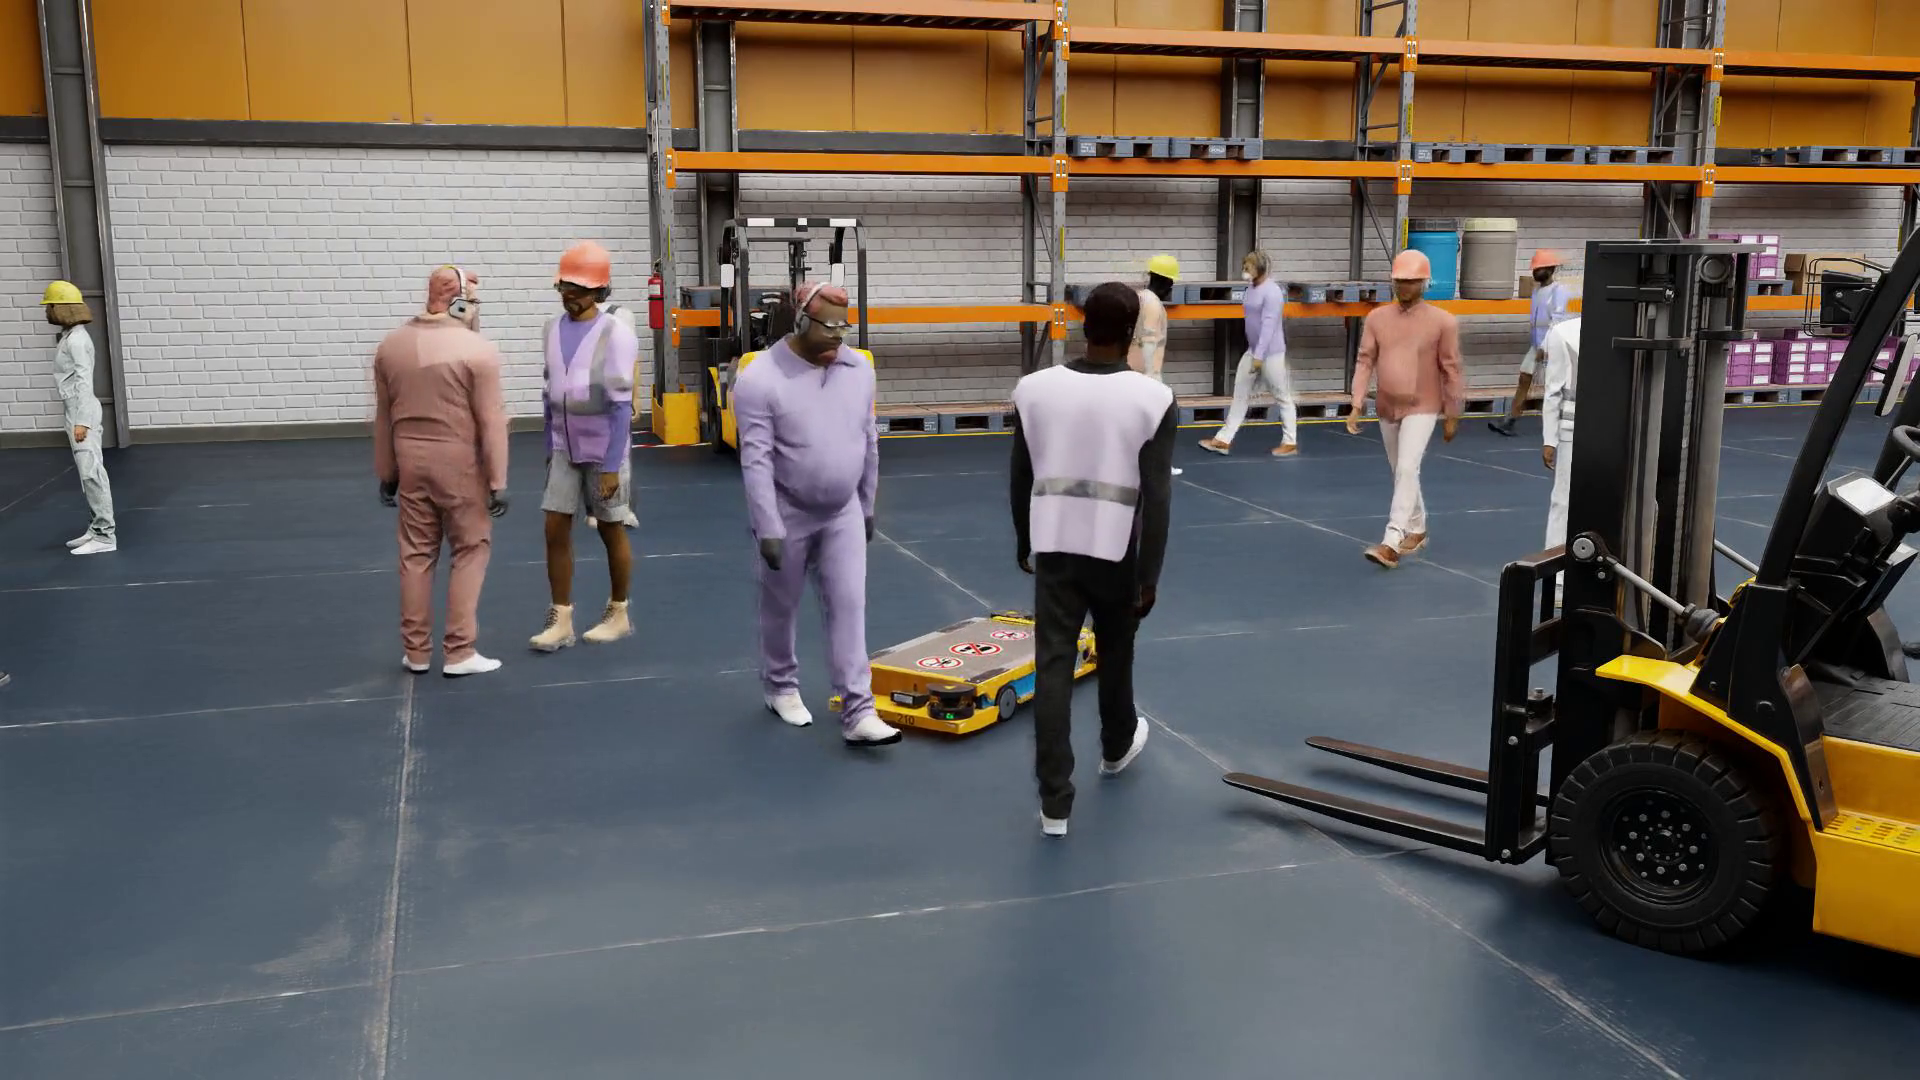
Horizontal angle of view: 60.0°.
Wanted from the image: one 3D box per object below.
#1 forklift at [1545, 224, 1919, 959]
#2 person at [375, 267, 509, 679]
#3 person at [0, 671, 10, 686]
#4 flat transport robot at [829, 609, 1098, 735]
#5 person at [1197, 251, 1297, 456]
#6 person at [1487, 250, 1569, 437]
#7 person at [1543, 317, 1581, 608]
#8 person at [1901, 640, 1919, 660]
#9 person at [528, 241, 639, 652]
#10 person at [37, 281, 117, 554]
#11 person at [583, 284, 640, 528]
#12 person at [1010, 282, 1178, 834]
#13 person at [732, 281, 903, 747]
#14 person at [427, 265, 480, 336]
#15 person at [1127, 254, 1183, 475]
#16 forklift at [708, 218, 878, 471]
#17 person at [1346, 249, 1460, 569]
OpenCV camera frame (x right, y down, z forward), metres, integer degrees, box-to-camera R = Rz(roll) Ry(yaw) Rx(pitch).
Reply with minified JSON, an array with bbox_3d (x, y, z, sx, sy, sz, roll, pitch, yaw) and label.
[{"bbox_3d":[2.909,0.117,4.508,2.313,2.155,1.214,9,14,40],"label":"forklift"},{"bbox_3d":[-2.364,-0.305,7.684,0.681,1.889,0.396,4,11,20],"label":"person"},{"bbox_3d":[-4.556,-0.231,7.451,0.403,1.825,0.597,-9,14,-40],"label":"person"},{"bbox_3d":[0.105,0.557,7.372,0.652,0.197,1.431,7,12,32],"label":"flat transport robot"},{"bbox_3d":[2.711,-1.693,15.264,0.992,1.880,0.656,-3,11,-17],"label":"person"},{"bbox_3d":[5.828,-1.964,16.763,0.963,1.883,0.550,-4,11,-20],"label":"person"},{"bbox_3d":[3.463,-0.556,9.072,0.578,1.880,0.350,1,10,3],"label":"person"},{"bbox_3d":[5.076,-0.362,8.014,1.019,1.885,0.537,-2,11,-10],"label":"person"},{"bbox_3d":[-1.817,-0.429,8.042,0.645,1.996,0.737,5,12,27],"label":"person"},{"bbox_3d":[-5.670,-0.782,10.673,0.319,1.742,0.492,-6,12,-30],"label":"person"},{"bbox_3d":[-2.493,-0.990,11.556,0.517,1.851,0.353,-2,11,-11],"label":"person"},{"bbox_3d":[0.469,0.030,5.887,0.611,1.860,0.992,3,11,14],"label":"person"},{"bbox_3d":[-0.556,-0.095,6.624,0.659,1.843,0.964,-6,12,-30],"label":"person"},{"bbox_3d":[-4.775,-1.707,15.706,0.522,1.761,0.327,-10,14,-43],"label":"person"},{"bbox_3d":[1.494,-1.468,14.049,0.763,1.883,0.645,-1,10,-6],"label":"person"},{"bbox_3d":[-1.522,-1.778,14.899,1.214,2.155,2.313,-3,11,-17],"label":"forklift"},{"bbox_3d":[2.764,-0.817,10.344,0.608,1.944,1.044,9,14,42],"label":"person"}]
